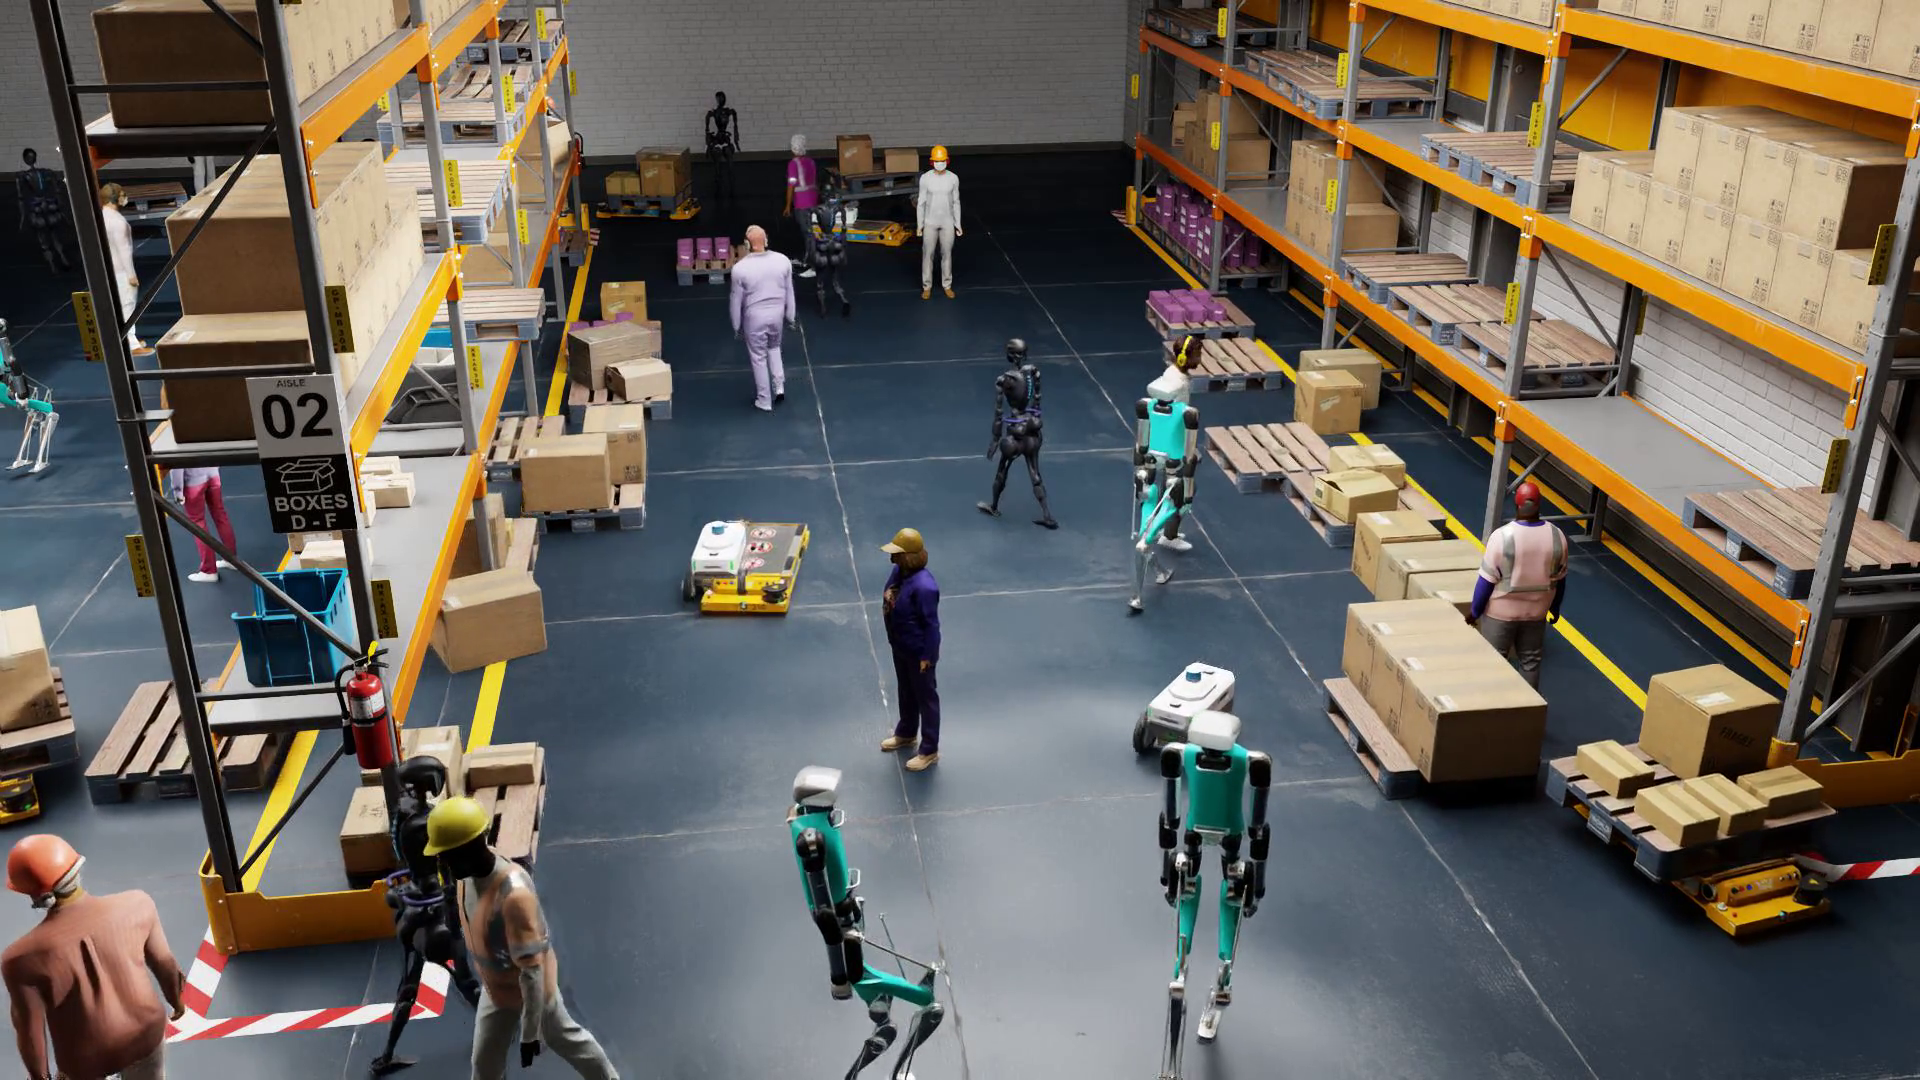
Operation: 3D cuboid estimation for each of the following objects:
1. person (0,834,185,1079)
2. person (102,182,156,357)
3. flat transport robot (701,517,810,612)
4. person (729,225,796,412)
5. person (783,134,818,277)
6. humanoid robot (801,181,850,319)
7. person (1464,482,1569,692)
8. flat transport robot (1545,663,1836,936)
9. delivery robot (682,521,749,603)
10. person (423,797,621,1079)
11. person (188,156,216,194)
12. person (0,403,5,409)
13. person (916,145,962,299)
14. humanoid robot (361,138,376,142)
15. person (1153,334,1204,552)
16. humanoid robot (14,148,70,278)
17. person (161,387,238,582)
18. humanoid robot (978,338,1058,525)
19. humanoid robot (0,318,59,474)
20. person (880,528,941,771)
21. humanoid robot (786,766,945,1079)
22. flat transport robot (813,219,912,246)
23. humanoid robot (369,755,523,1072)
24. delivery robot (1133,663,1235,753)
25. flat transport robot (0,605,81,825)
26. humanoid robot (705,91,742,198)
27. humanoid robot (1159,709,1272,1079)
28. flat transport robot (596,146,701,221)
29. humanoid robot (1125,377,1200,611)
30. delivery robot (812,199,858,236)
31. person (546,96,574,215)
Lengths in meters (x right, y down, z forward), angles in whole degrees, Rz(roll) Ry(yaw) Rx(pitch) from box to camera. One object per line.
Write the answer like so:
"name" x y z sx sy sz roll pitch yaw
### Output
"person" -3.524 2.050 6.894 0.663 1.979 0.442 -19 30 -36
"person" -9.301 -3.005 18.477 0.390 1.927 0.642 -19 30 -36
"flat transport robot" -1.611 0.189 13.248 0.659 0.231 1.431 1 24 2
"person" -2.000 -2.223 16.719 0.681 1.890 0.452 -13 27 -27
"person" -2.059 -4.381 21.755 0.671 1.807 0.534 11 26 24
"humanoid robot" -1.561 -3.418 19.724 0.586 1.646 0.483 -15 28 -30
"person" 3.602 0.449 10.816 0.612 1.748 0.419 -2 24 -4
"flat transport robot" 4.257 1.760 9.668 0.659 0.231 1.431 -8 25 -17
"delivery robot" -1.877 0.143 12.986 0.499 0.586 0.780 0 24 0
"person" -1.930 1.944 7.278 0.711 1.853 0.971 20 31 39
"person" -11.509 -5.910 25.205 0.429 1.831 0.633 5 24 11
"person" -10.044 -2.221 16.667 0.486 1.942 0.436 -16 28 -32
"person" -0.262 -3.938 20.629 0.571 1.897 0.361 -4 24 -9
"humanoid robot" -7.782 -4.529 22.226 0.599 1.657 0.315 20 31 38
"person" 1.755 -0.790 13.528 0.430 1.842 0.522 3 24 7
"humanoid robot" -11.931 -4.248 21.611 0.336 1.645 0.608 16 28 32
"person" -5.976 -0.455 13.026 0.287 1.628 0.500 7 25 16
"humanoid robot" 0.500 -0.922 14.083 0.785 1.622 0.587 21 31 39
"humanoid robot" -8.482 -1.448 14.985 0.533 1.677 0.735 8 25 18
"person" -0.316 0.675 10.451 0.353 1.623 0.451 -13 27 -28
"humanoid robot" -0.364 1.868 7.646 0.815 1.808 0.577 -1 24 -2
"flat transport robot" -1.455 -4.379 23.655 1.431 0.231 0.659 6 24 13
"humanoid robot" -2.562 1.786 7.926 0.745 1.635 0.589 -20 30 -37
"delivery robot" 1.494 1.103 10.797 0.499 0.585 0.765 14 27 29
"flat transport robot" -6.209 1.420 10.442 0.659 0.231 1.431 -14 27 -28
"humanoid robot" -3.699 -6.165 25.968 0.590 1.646 0.466 -13 27 -28
"humanoid robot" 1.140 1.785 7.875 0.558 1.846 0.870 7 25 15
"flat transport robot" -4.694 -5.004 25.079 1.431 0.231 0.659 2 24 5
"humanoid robot" 1.421 -0.306 12.627 0.541 1.779 1.042 17 29 34
"delivery robot" -1.846 -4.539 23.687 0.790 0.614 0.499 2 24 4
"person" -6.121 -5.755 24.940 0.562 1.752 0.325 4 24 9
